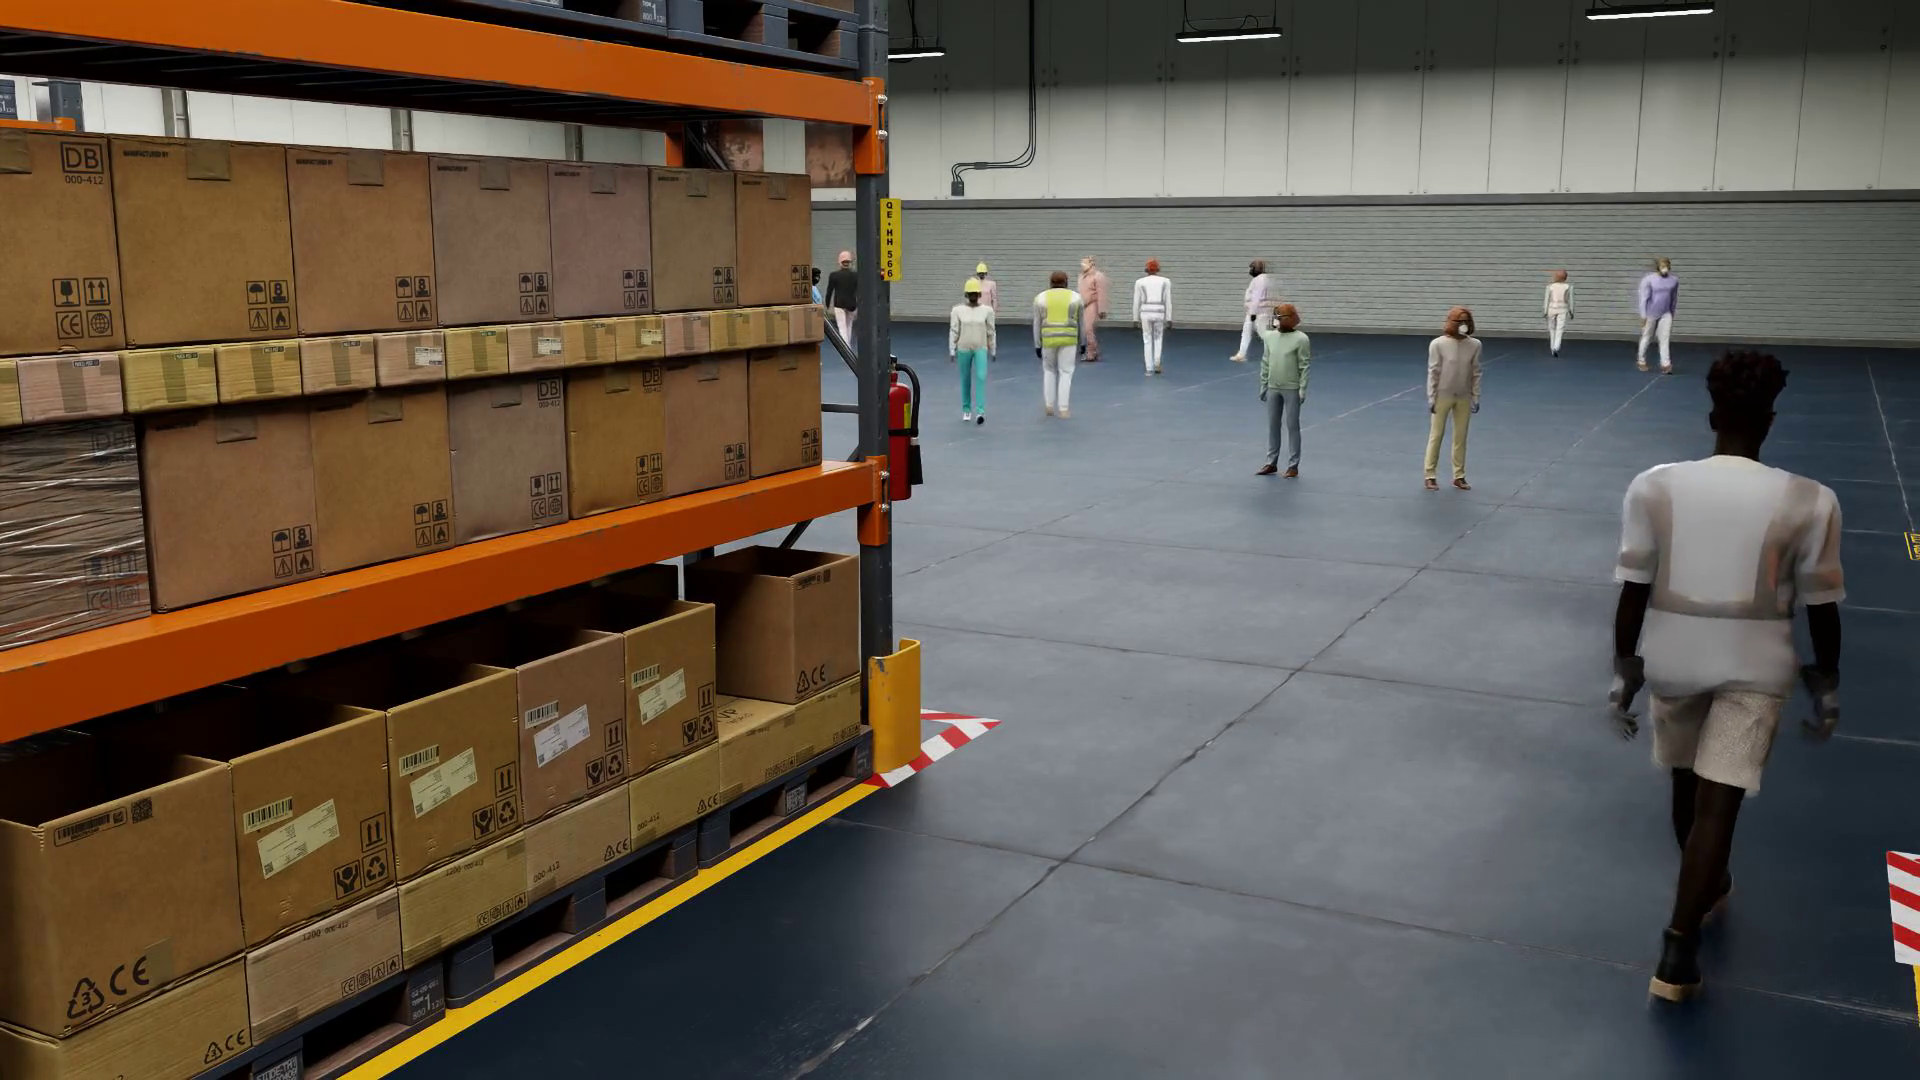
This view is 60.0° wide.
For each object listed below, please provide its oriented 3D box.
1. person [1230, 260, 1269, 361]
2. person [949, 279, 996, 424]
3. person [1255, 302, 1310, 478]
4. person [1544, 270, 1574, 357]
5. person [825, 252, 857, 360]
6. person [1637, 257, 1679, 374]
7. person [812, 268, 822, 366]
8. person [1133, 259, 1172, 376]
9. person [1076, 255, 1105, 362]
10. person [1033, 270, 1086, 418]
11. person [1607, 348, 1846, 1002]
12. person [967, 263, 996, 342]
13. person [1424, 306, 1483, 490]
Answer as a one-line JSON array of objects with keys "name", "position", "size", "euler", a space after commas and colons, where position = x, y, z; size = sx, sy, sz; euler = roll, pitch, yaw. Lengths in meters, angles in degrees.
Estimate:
[{"name": "person", "position": [5.332, -4.072, 29.597], "size": [0.924, 1.809, 0.629], "euler": [1, 10, 4]}, {"name": "person", "position": [0.151, -2.257, 19.927], "size": [0.564, 1.718, 0.910], "euler": [0, 10, 0]}, {"name": "person", "position": [3.005, -1.391, 15.445], "size": [0.286, 1.631, 0.502], "euler": [-10, 14, -44]}, {"name": "person", "position": [11.126, -4.217, 30.937], "size": [0.527, 1.610, 0.797], "euler": [6, 12, 29]}, {"name": "person", "position": [-2.083, -4.217, 30.036], "size": [0.624, 1.950, 1.047], "euler": [-4, 11, -19]}, {"name": "person", "position": [11.384, -3.663, 27.145], "size": [0.650, 1.890, 1.019], "euler": [0, 10, -2]}, {"name": "person", "position": [-2.505, -3.785, 28.333], "size": [0.319, 1.692, 0.533], "euler": [0, 10, 2]}, {"name": "person", "position": [3.064, -3.558, 26.609], "size": [0.615, 1.867, 0.528], "euler": [0, 10, -2]}, {"name": "person", "position": [2.259, -4.099, 29.503], "size": [0.488, 1.886, 0.664], "euler": [-6, 12, -30]}, {"name": "person", "position": [1.248, -2.430, 20.628], "size": [0.641, 1.816, 0.792], "euler": [2, 11, 10]}, {"name": "person", "position": [2.320, 0.379, 5.051], "size": [0.618, 1.914, 1.030], "euler": [8, 13, 36]}, {"name": "person", "position": [0.406, -4.251, 30.757], "size": [0.531, 1.736, 0.778], "euler": [1, 10, 5]}, {"name": "person", "position": [4.352, -1.241, 14.662], "size": [0.499, 1.626, 0.305], "euler": [-1, 10, -8]}]
